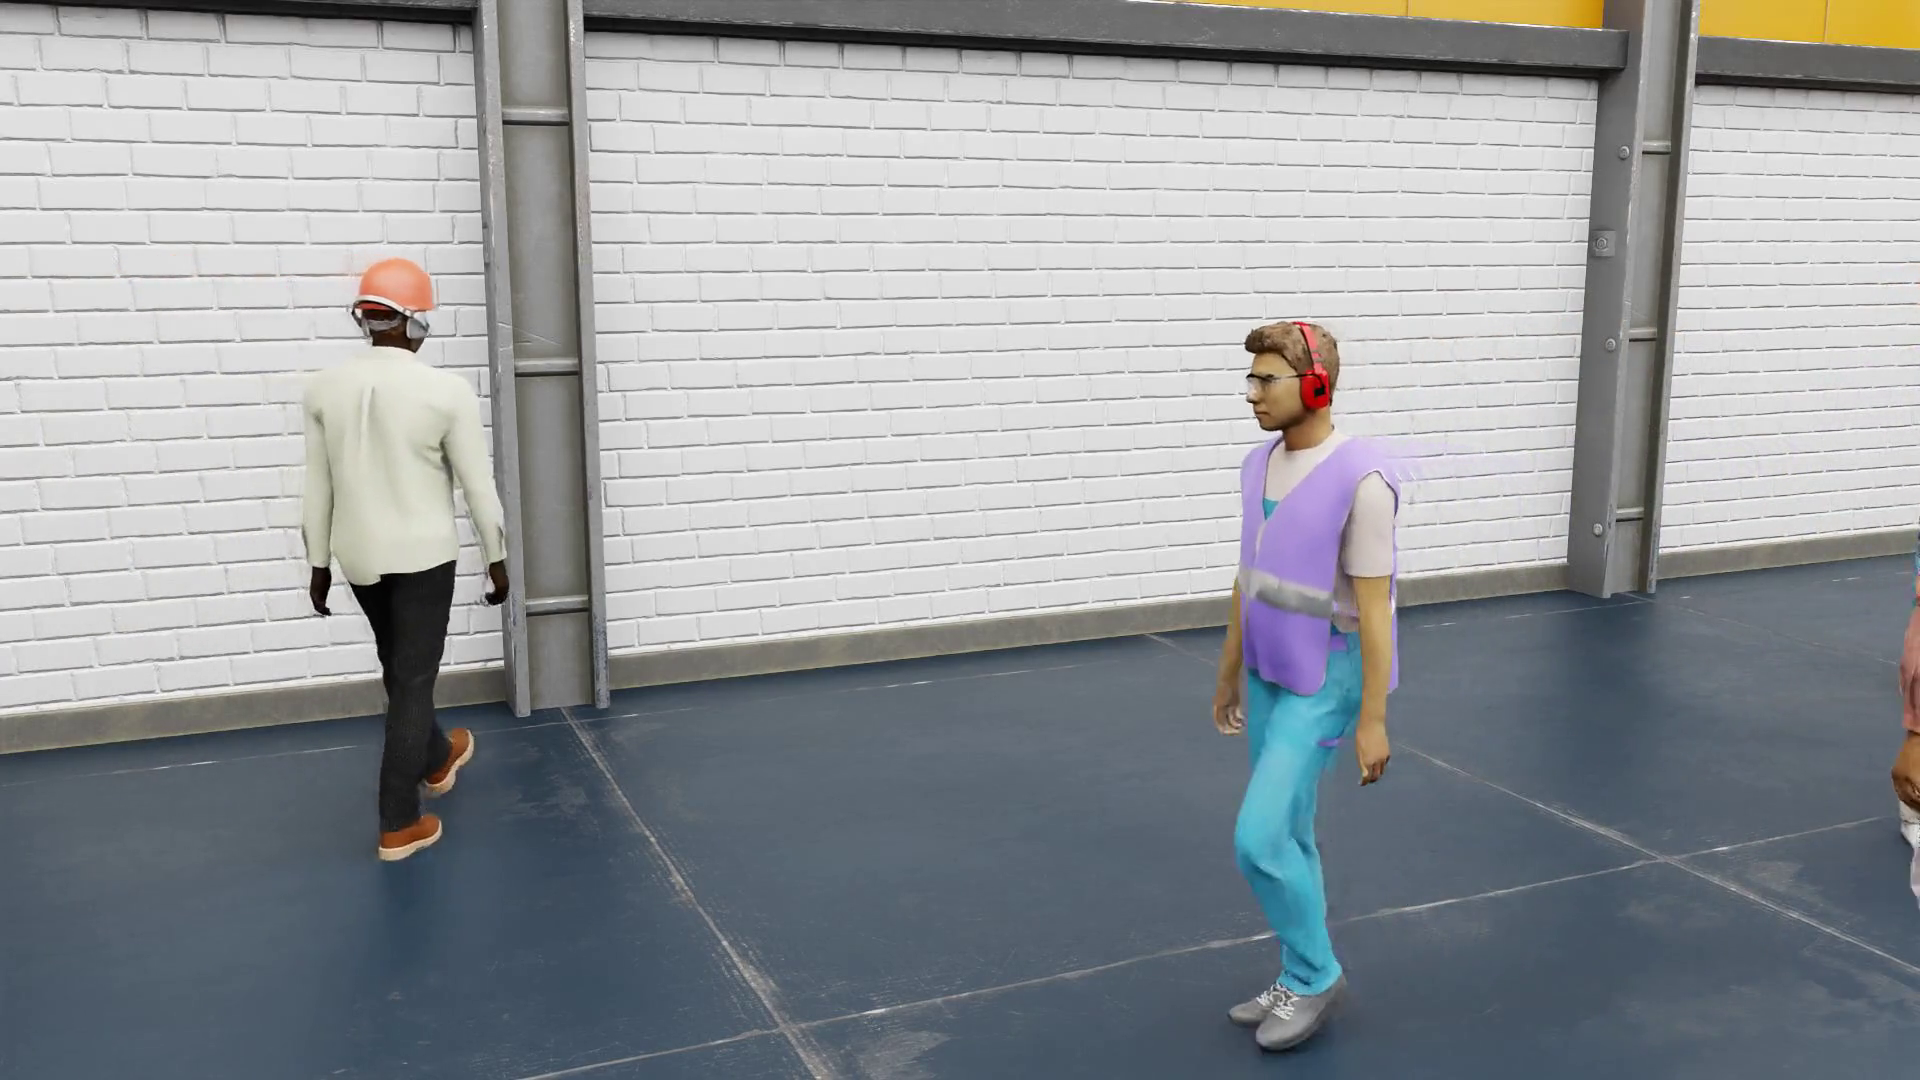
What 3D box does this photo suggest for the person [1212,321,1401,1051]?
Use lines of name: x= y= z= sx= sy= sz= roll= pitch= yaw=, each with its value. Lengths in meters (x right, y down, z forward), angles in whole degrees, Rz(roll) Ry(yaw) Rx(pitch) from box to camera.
person: x=0.820 y=0.373 z=4.140 sx=0.497 sy=1.820 sz=0.598 roll=-4 pitch=11 yaw=-19

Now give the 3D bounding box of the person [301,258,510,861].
person: x=-1.831 y=0.028 z=5.696 sx=0.639 sy=1.947 sz=0.957 roll=2 pitch=11 yaw=13

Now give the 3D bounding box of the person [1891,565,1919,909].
person: x=2.337 y=0.406 z=3.577 sx=0.627 sy=1.962 sz=0.513 roll=2 pitch=10 yaw=11

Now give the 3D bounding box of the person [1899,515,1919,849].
person: x=3.339 y=0.241 z=5.411 sx=0.509 sy=1.627 sz=0.323 roll=0 pitch=10 yaw=-2
